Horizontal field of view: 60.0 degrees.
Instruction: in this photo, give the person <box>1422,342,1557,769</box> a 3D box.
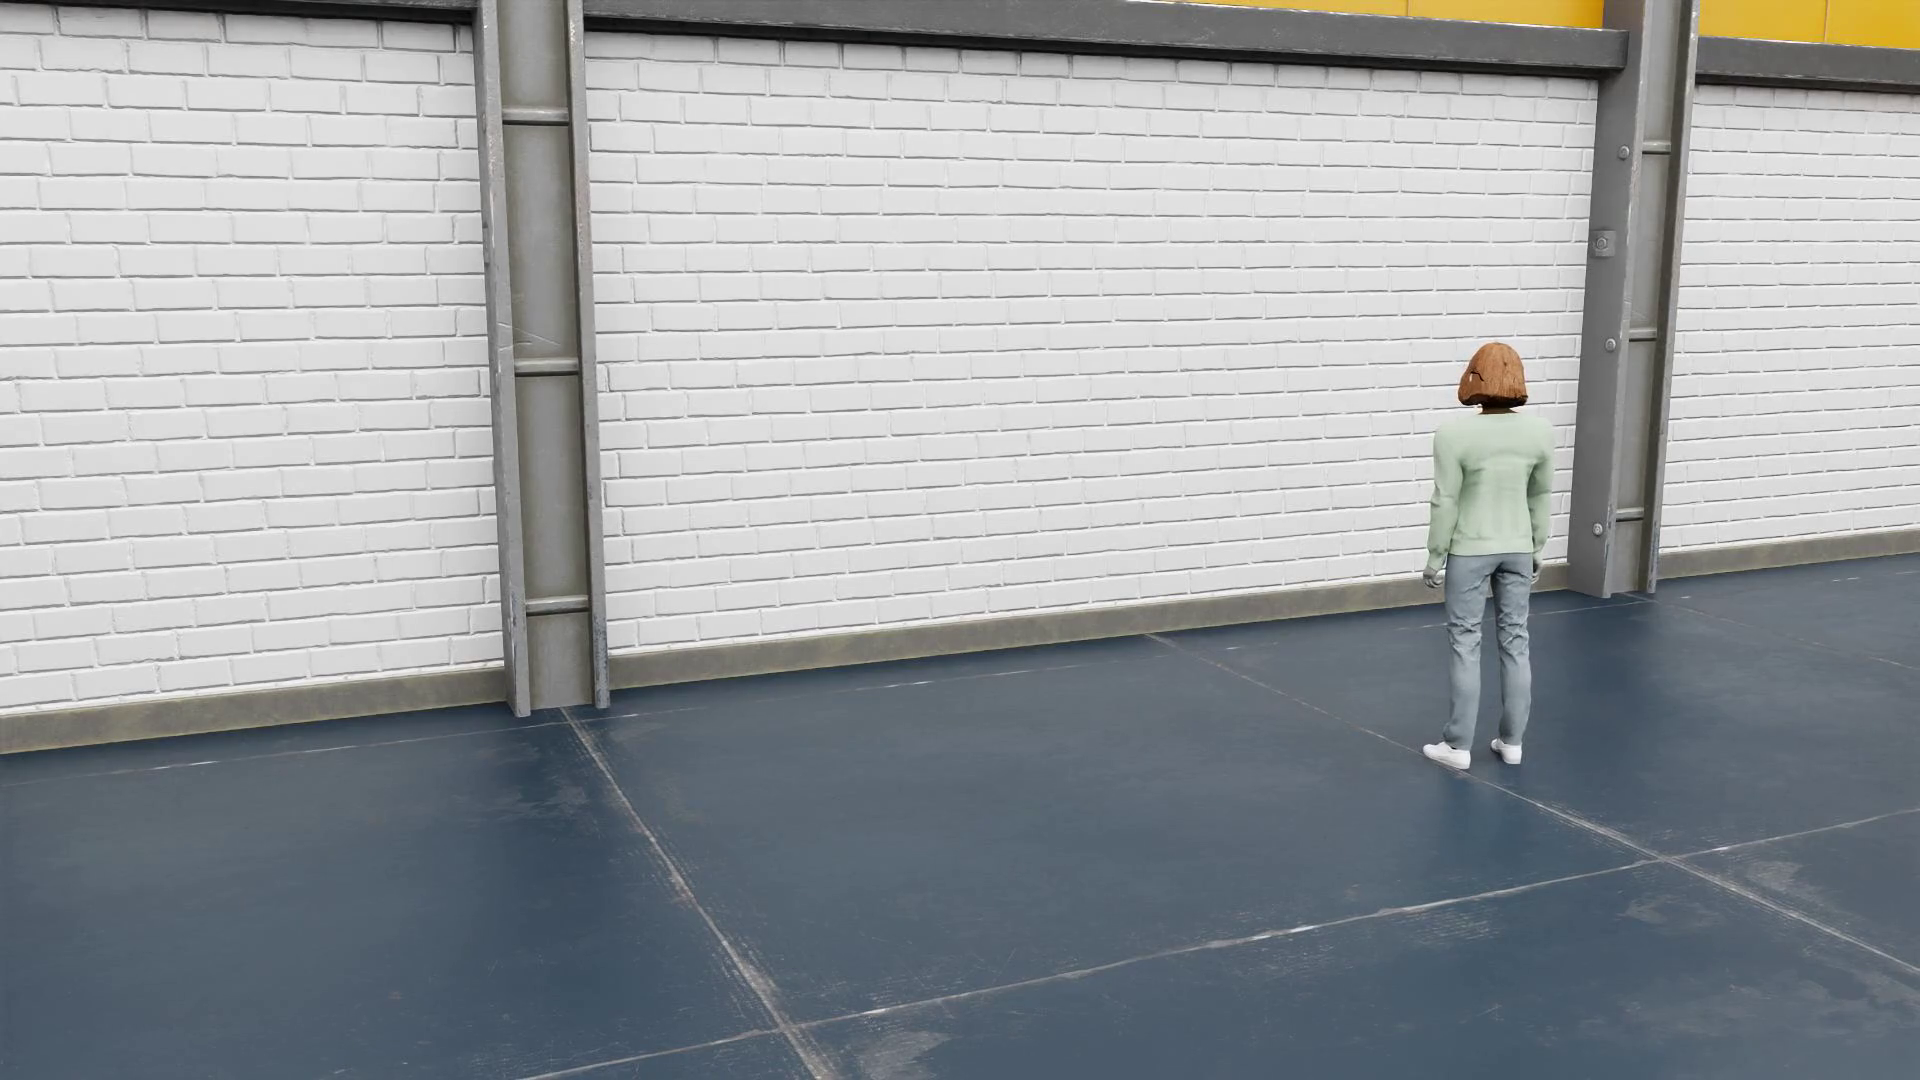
[{"bbox_3d":[2.014,0.066,6.362,0.499,1.633,0.286,-2,11,-12],"label":"person"}]
